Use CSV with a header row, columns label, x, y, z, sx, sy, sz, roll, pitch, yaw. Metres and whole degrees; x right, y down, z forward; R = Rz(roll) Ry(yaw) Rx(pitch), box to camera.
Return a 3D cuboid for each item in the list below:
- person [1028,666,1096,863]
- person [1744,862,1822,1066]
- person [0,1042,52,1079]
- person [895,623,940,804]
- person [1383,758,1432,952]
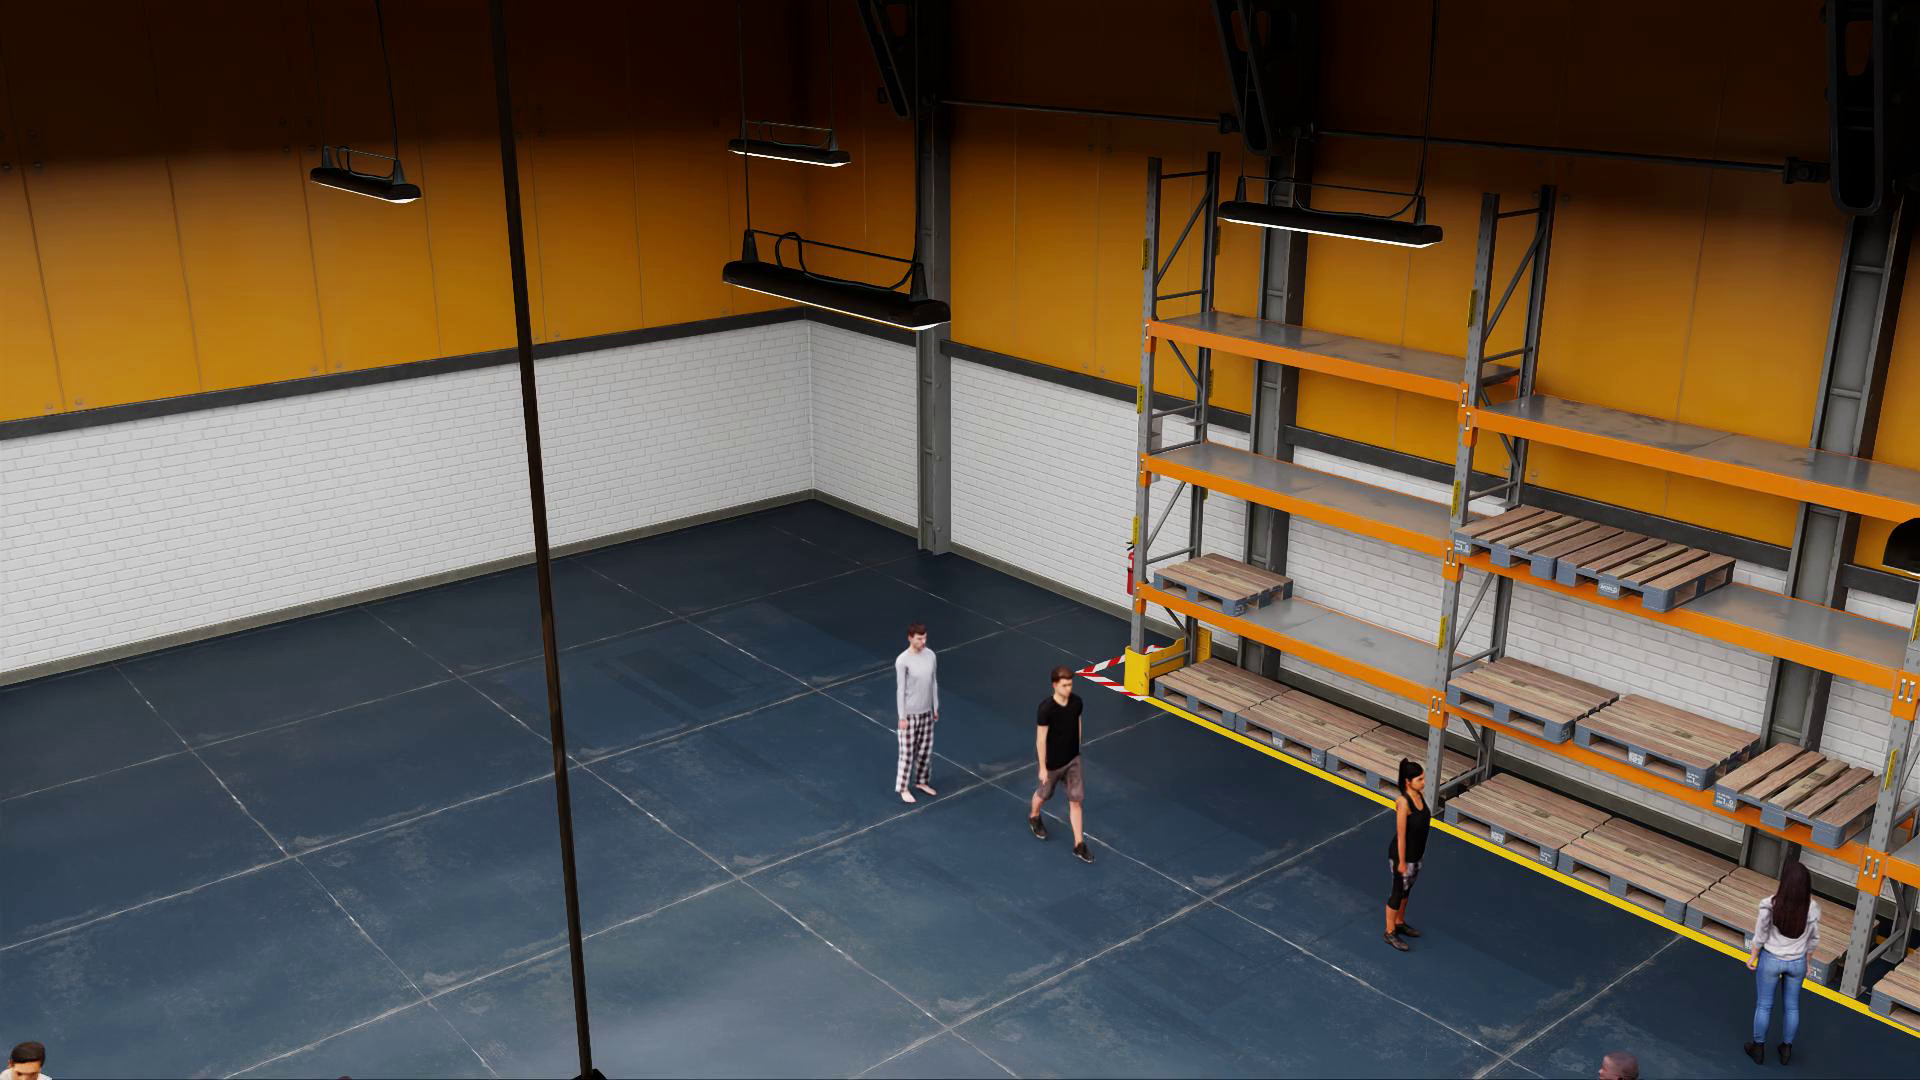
label,x,y,z,sx,sy,sz,roll,pitch,yaw
person,0.869,2.009,15.448,0.864,1.821,1.269,-10,21,-27
person,6.121,3.145,12.372,0.665,1.631,0.732,2,19,6
person,-5.679,3.775,10.281,0.633,1.773,0.899,17,25,41
person,-0.442,1.675,16.400,0.623,1.847,0.527,-14,23,-35
person,3.739,2.606,13.925,0.585,1.661,0.624,13,23,34
